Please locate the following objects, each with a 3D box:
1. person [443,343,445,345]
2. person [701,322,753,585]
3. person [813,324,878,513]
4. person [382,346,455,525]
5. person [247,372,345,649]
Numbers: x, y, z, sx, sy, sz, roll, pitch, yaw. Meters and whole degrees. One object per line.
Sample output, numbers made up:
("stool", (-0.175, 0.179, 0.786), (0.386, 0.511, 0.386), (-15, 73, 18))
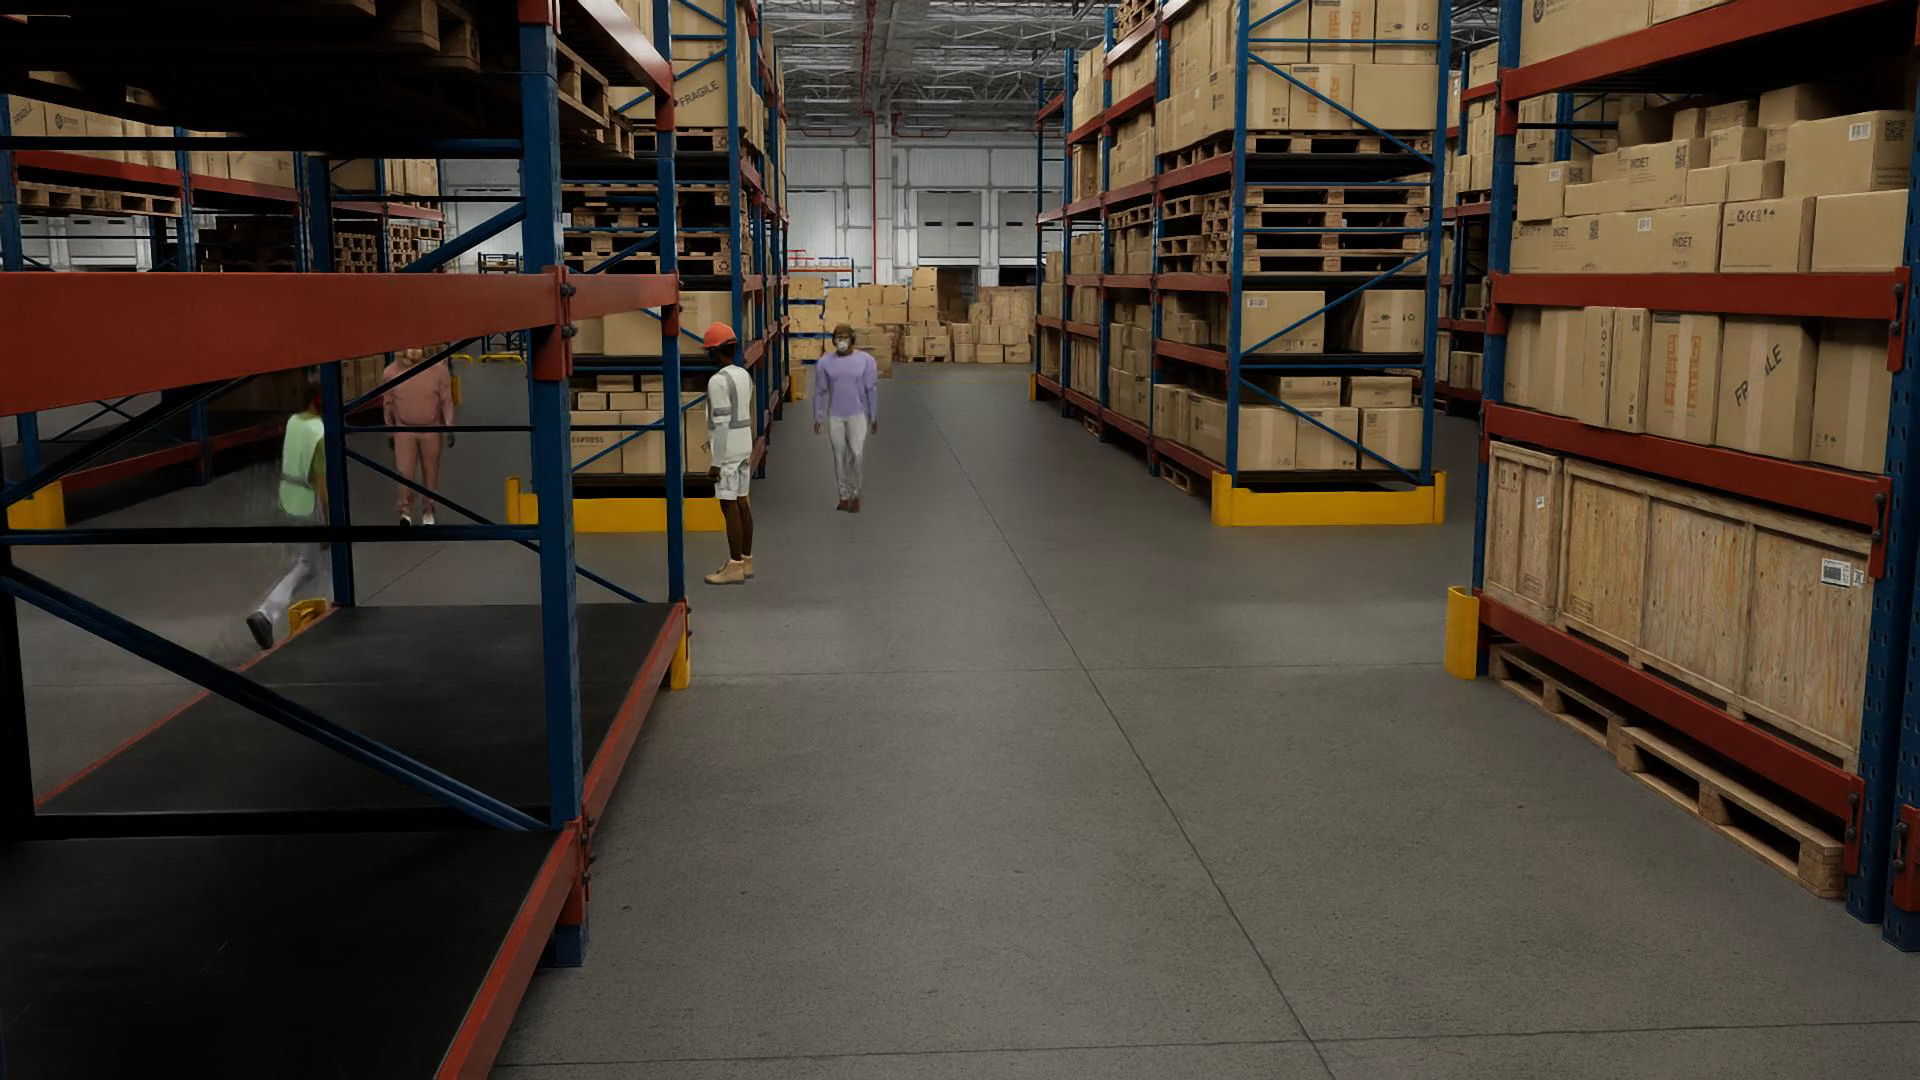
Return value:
("person", (-10.749, -4.028, 34.334), (0.421, 1.944, 0.612), (2, 9, 14))
("person", (-1.822, -0.665, 12.942), (0.395, 2.039, 0.606), (2, 9, 14))
("person", (-1.176, -1.215, 16.789), (0.648, 1.908, 0.819), (1, 9, 6))
("person", (-5.083, -1.006, 15.636), (0.649, 1.854, 0.979), (-3, 9, -17))
("person", (-4.085, -0.154, 10.438), (0.617, 1.812, 0.664), (8, 12, 42))
